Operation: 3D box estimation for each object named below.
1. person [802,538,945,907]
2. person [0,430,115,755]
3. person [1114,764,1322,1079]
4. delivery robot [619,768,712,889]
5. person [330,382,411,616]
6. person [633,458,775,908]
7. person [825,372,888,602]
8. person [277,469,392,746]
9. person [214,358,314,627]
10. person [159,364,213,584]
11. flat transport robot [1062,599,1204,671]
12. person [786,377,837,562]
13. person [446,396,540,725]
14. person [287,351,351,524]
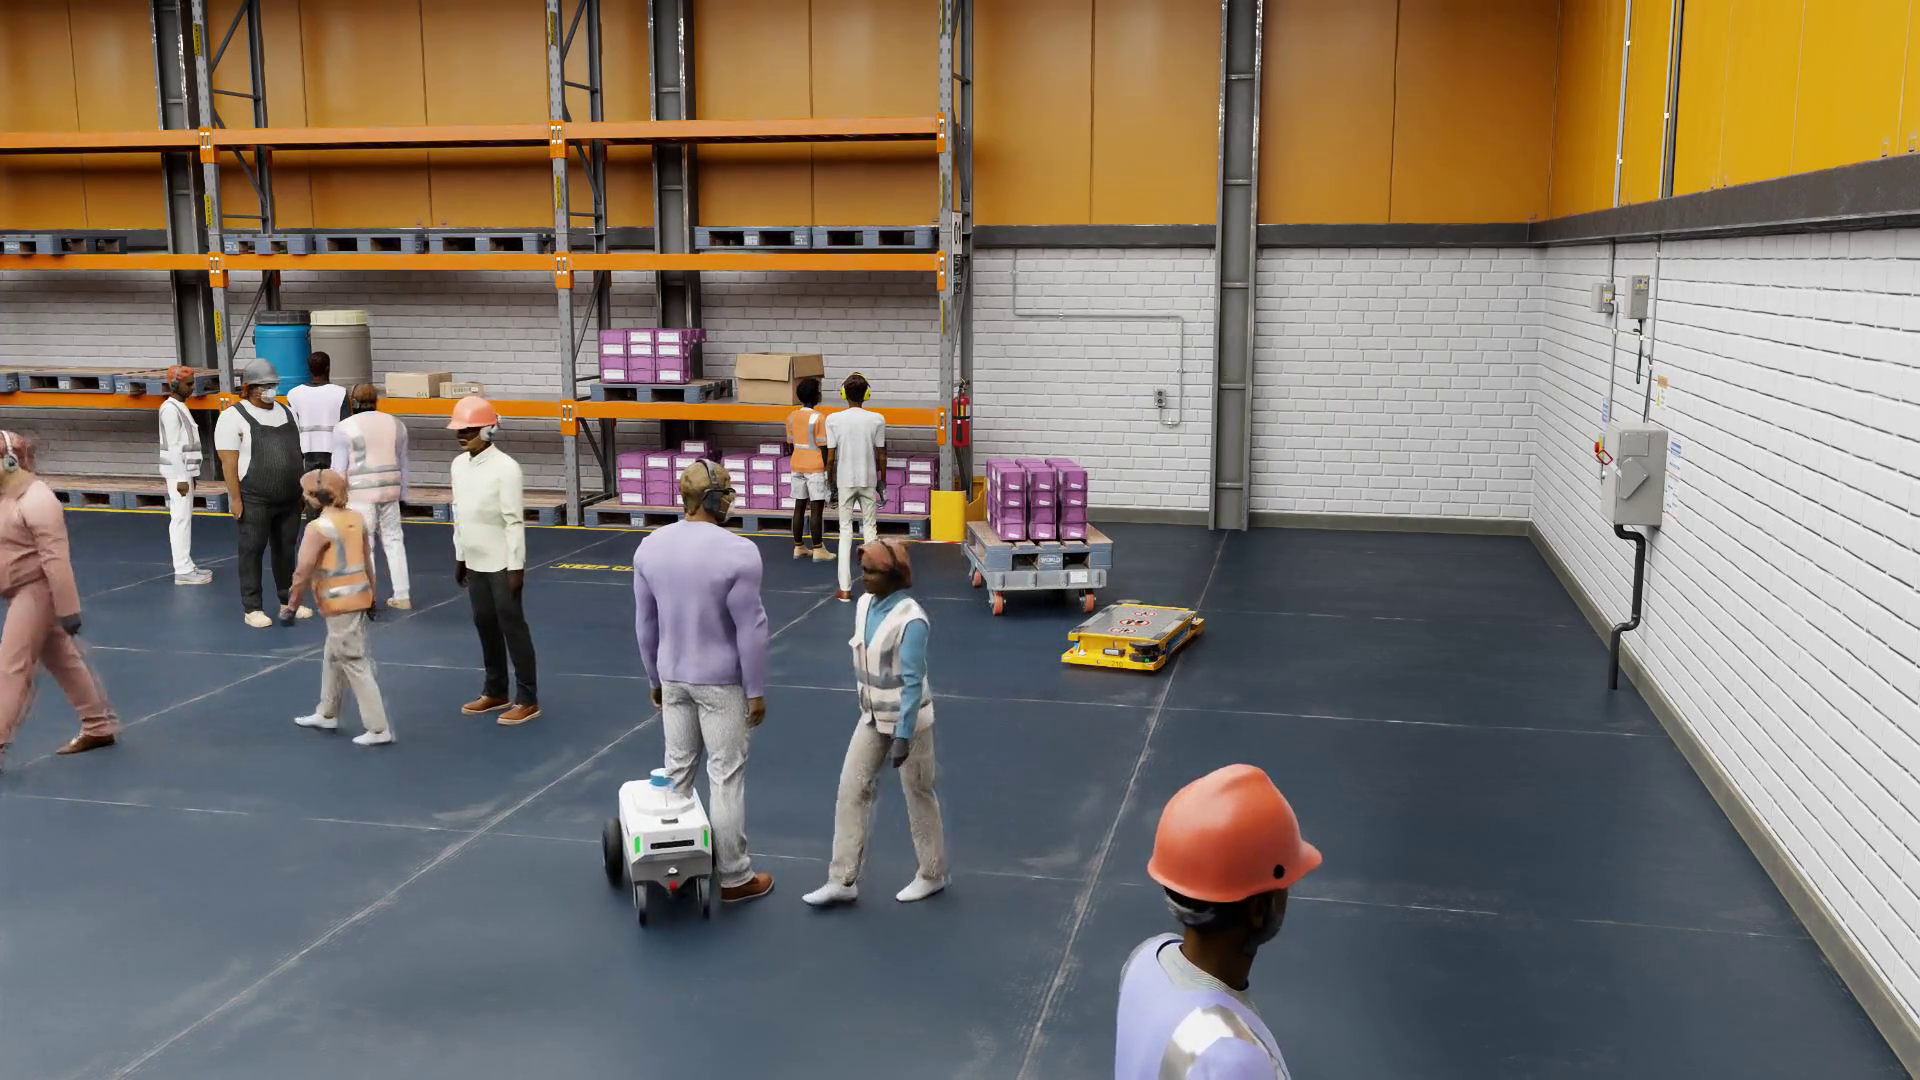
[{"bbox_3d":[-0.361,0.795,7.056,0.741,1.605,0.537,-7,12,-35],"label":"person"},{"bbox_3d":[-5.154,0.331,9.082,0.972,1.859,0.657,-9,13,-42],"label":"person"},{"bbox_3d":[0.448,1.334,2.896,0.349,1.940,0.551,-2,10,-10],"label":"person"},{"bbox_3d":[-1.293,1.242,7.264,0.477,0.478,0.707,-3,10,-16],"label":"delivery robot"},{"bbox_3d":[-4.640,-0.323,13.073,0.431,1.831,0.645,7,12,38],"label":"person"},{"bbox_3d":[-1.103,0.616,7.171,0.629,1.937,0.376,5,11,26],"label":"person"},{"bbox_3d":[-0.843,-0.428,13.543,0.516,1.872,0.327,-1,10,-5],"label":"person"},{"bbox_3d":[-3.604,0.392,9.472,0.760,1.603,0.520,1,10,7],"label":"person"},{"bbox_3d":[-5.256,-0.371,12.705,0.537,2.000,0.683,5,11,29],"label":"person"},{"bbox_3d":[-6.678,-0.564,14.299,0.354,1.886,0.573,-4,10,-20],"label":"person"},{"bbox_3d":[1.253,0.660,11.826,0.652,0.197,1.431,4,10,21],"label":"flat transport robot"},{"bbox_3d":[-1.377,-0.648,15.355,0.534,1.700,0.318,9,13,42],"label":"person"},{"bbox_3d":[-2.842,0.124,9.974,0.635,1.981,0.429,8,12,39],"label":"person"},{"bbox_3d":[-6.003,-0.816,15.700,0.594,1.919,0.387,0,10,-3],"label":"person"}]
